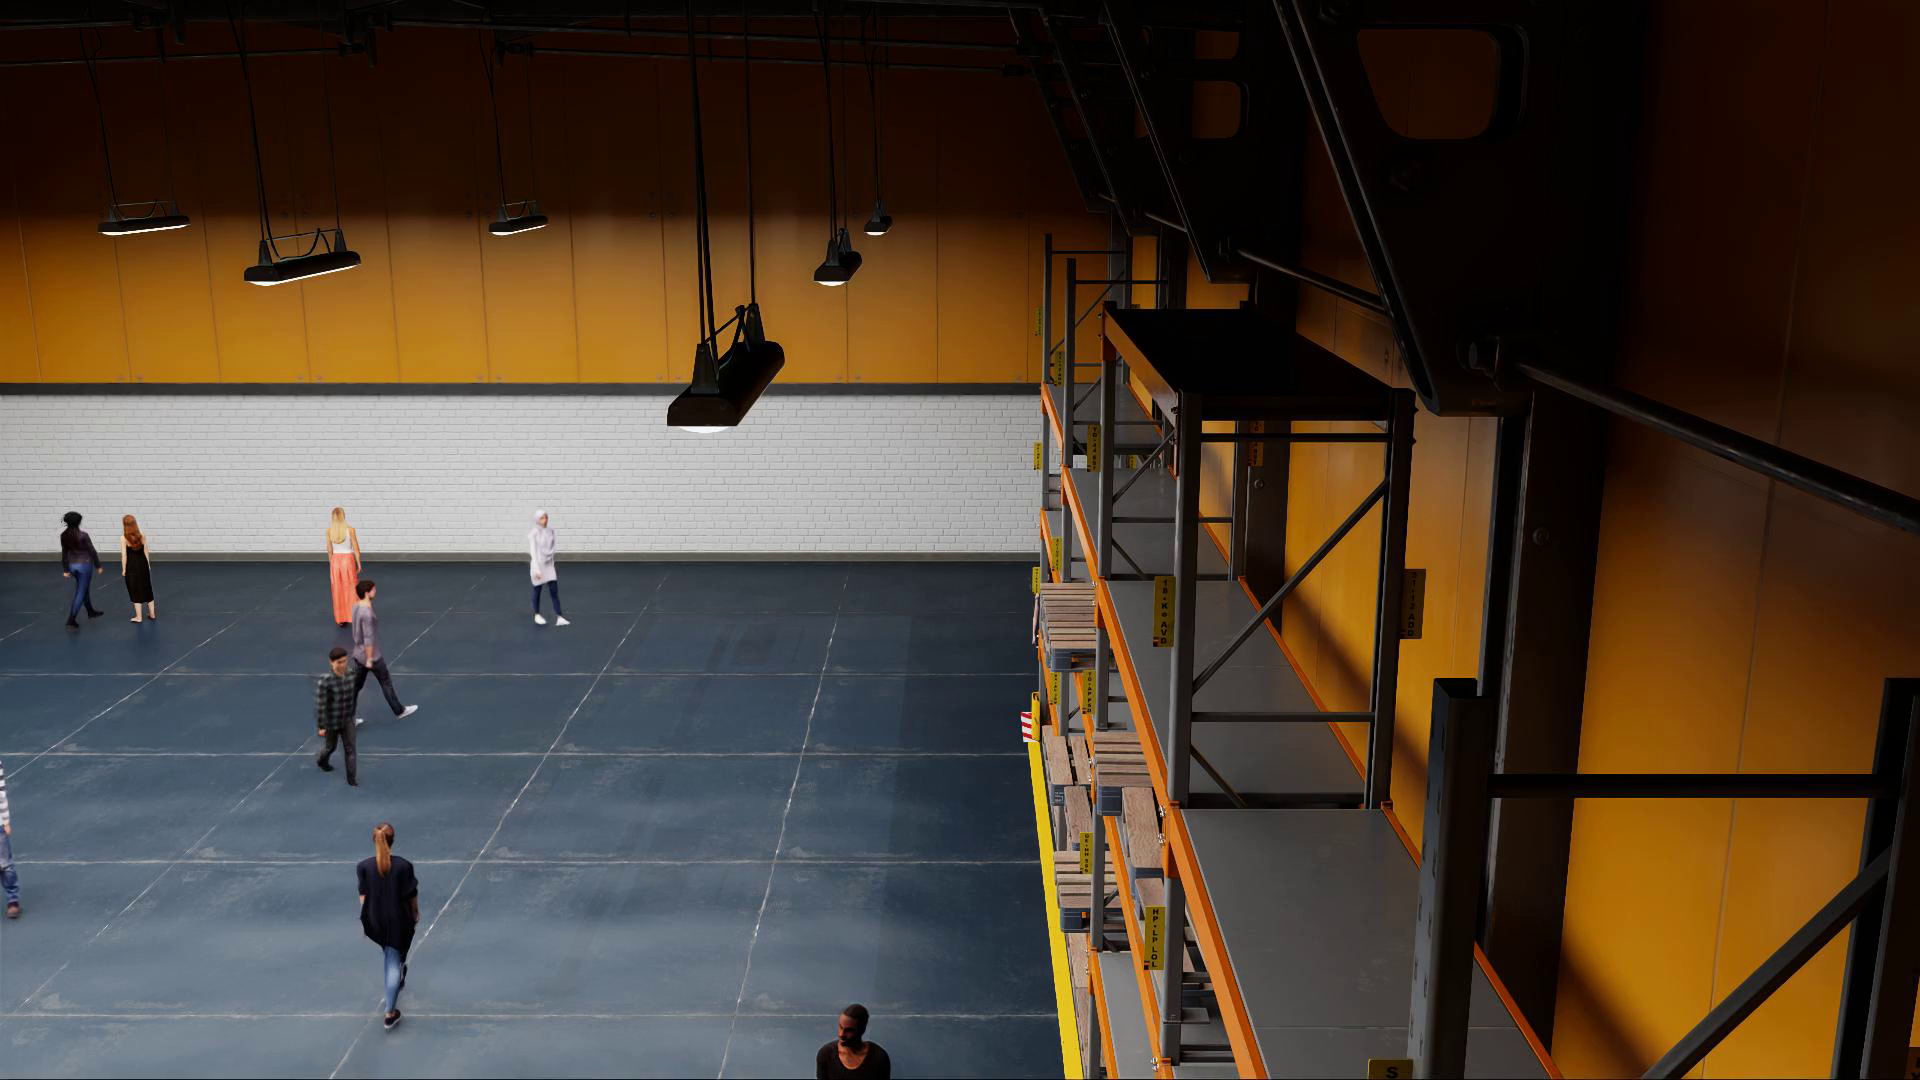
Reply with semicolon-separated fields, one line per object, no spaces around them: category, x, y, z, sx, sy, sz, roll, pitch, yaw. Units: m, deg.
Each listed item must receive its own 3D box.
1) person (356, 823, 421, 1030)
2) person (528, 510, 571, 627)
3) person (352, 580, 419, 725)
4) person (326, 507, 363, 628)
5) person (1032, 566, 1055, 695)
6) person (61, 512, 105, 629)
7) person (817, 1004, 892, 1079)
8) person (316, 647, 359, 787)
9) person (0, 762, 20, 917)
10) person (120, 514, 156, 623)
person;-4.651;3.153;13.480;0.661;1.640;1.062;-1;14;-3
person;-6.210;0.421;24.538;1.009;1.744;1.066;-13;19;-42
person;-7.321;1.417;20.297;1.215;1.806;1.191;-12;18;-40
person;-9.094;0.394;24.525;0.616;1.803;0.563;0;14;2
person;1.161;1.178;21.418;0.672;1.742;0.694;9;16;33
person;-12.930;0.475;24.385;0.796;1.711;1.189;2;14;7
person;-0.666;3.771;10.579;0.668;1.803;0.552;2;14;6
person;-7.029;1.983;18.709;1.108;1.662;1.156;-13;19;-43
person;-9.010;2.599;15.318;0.704;1.851;0.643;-4;14;-18
person;-12.294;0.413;24.827;0.742;1.625;0.661;9;16;33
